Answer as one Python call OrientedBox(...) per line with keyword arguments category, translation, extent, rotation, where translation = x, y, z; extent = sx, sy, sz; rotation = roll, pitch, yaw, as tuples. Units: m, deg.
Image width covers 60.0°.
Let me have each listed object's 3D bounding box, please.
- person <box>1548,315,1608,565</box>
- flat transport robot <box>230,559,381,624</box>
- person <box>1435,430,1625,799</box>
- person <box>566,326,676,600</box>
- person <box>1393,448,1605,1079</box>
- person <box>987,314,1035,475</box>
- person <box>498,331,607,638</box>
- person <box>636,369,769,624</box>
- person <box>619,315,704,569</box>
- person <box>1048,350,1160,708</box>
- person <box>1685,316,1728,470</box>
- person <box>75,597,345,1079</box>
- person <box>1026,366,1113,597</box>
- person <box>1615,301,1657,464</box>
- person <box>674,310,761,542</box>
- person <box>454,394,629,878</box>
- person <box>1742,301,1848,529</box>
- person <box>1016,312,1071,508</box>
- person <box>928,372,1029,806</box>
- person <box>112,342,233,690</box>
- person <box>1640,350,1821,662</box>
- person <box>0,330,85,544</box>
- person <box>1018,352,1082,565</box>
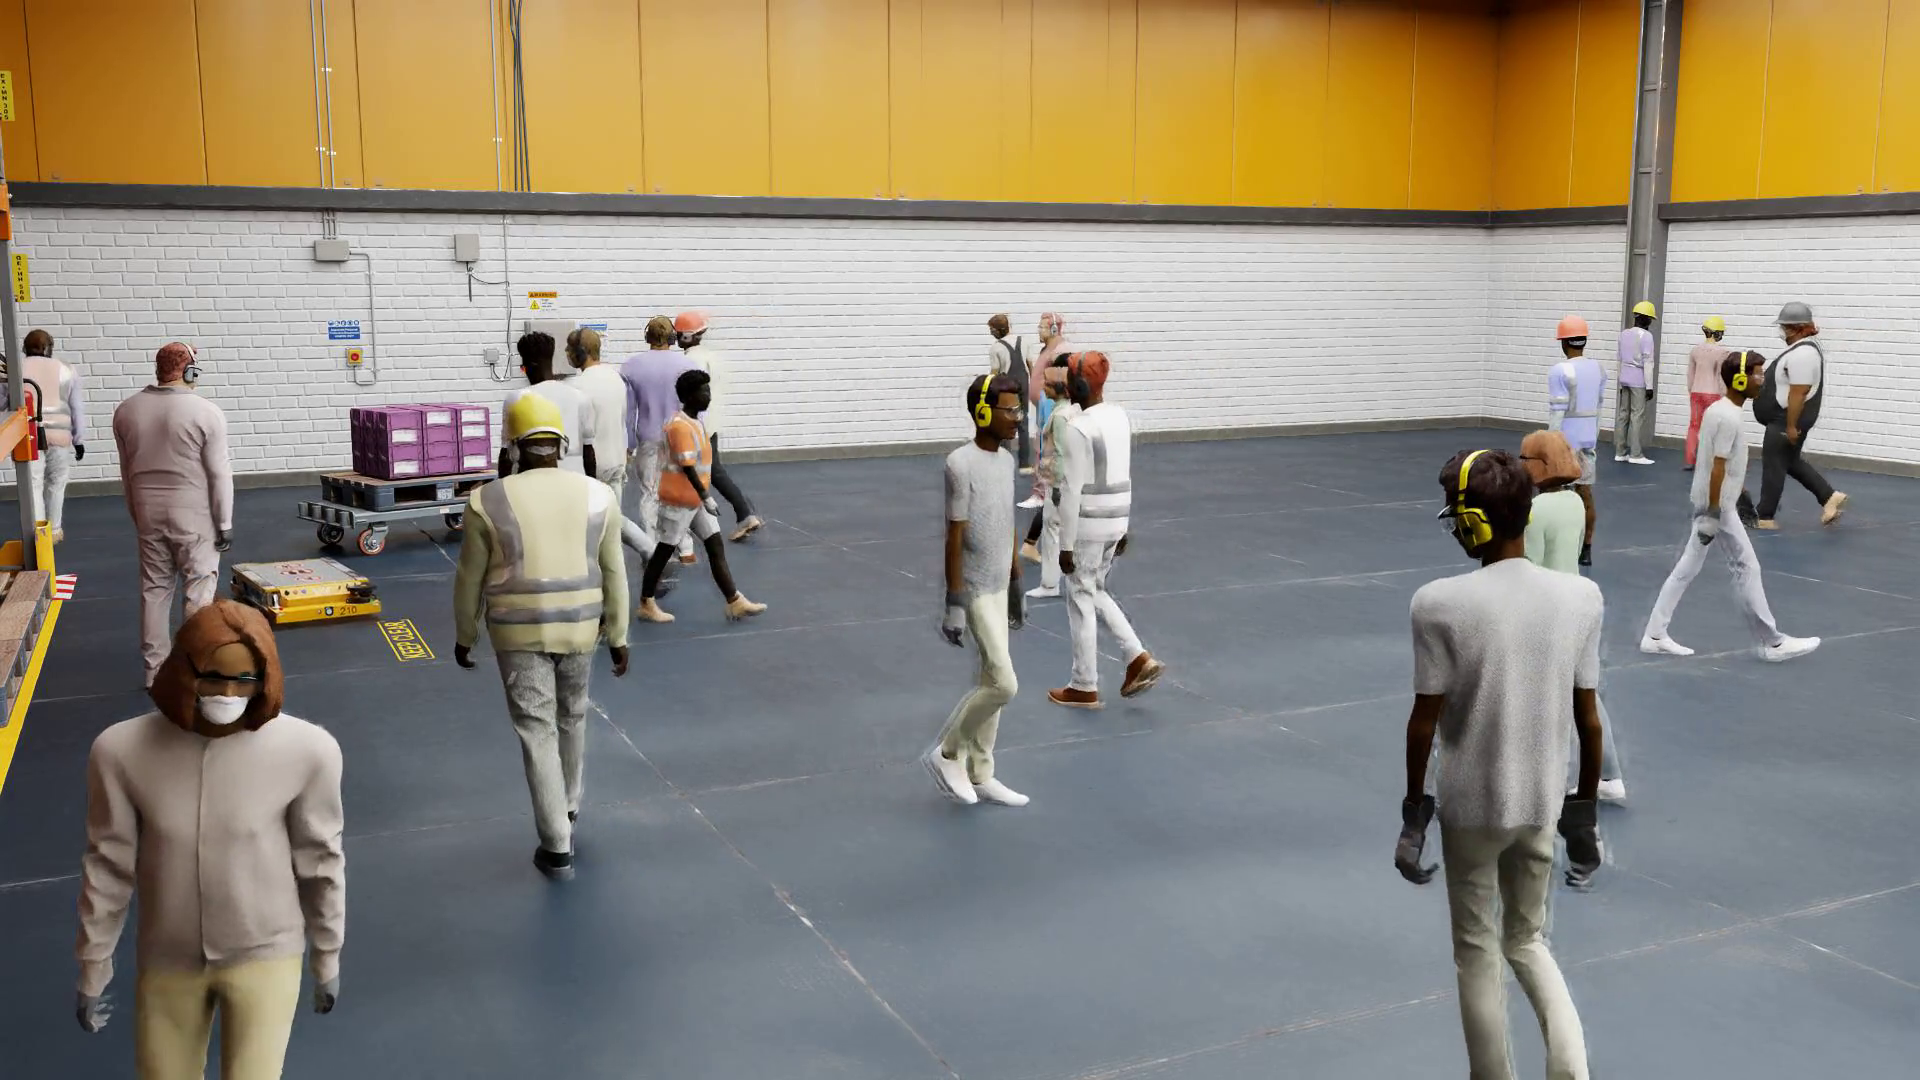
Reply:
OrientedBox(category="person", translation=(4.678, -0.749, 12.763), extent=(0.547, 1.934, 0.376), rotation=(-5, 10, -28))
OrientedBox(category="flat transport robot", translation=(-4.456, 0.322, 11.262), extent=(0.652, 0.197, 1.431), rotation=(-6, 11, -34))
OrientedBox(category="person", translation=(2.530, 0.317, 7.213), extent=(0.515, 1.589, 0.878), rotation=(-7, 12, -39))
OrientedBox(category="person", translation=(-2.359, -0.478, 11.162), extent=(0.799, 1.914, 0.632), rotation=(3, 10, 17))
OrientedBox(category="person", translation=(1.358, 0.699, 4.080), extent=(0.515, 1.843, 0.504), rotation=(-1, 9, -9))
OrientedBox(category="person", translation=(0.608, -1.603, 18.503), extent=(0.660, 1.803, 0.344), rotation=(-5, 10, -26))
OrientedBox(category="person", translation=(-2.479, -0.327, 10.254), extent=(1.016, 1.919, 0.624), rotation=(7, 12, 38))
OrientedBox(category="person", translation=(-1.707, -0.264, 10.627), extent=(0.854, 1.641, 0.526), rotation=(2, 9, 10))
OrientedBox(category="person", translation=(-2.267, -0.741, 12.702), extent=(0.629, 1.940, 0.372), rotation=(-1, 9, -4))
OrientedBox(category="person", translation=(0.716, -0.038, 8.557), extent=(0.489, 1.868, 0.604), rotation=(7, 11, 35))
OrientedBox(category="person", translation=(8.478, -1.644, 18.833), extent=(0.321, 1.767, 0.533), rotation=(-4, 10, -22))
OrientedBox(category="person", translation=(-1.595, 0.887, 3.608), extent=(0.551, 1.604, 0.638), rotation=(-2, 9, -12))
OrientedBox(category="person", translation=(0.746, -0.397, 11.521), extent=(0.536, 1.621, 0.529), rotation=(2, 9, 11))
OrientedBox(category="person", translation=(8.007, -1.854, 19.673), extent=(0.380, 1.917, 0.586), rotation=(-2, 9, -14))
OrientedBox(category="person", translation=(-2.154, -0.943, 13.915), extent=(0.987, 1.961, 0.626), rotation=(3, 10, 20))
OrientedBox(category="person", translation=(-1.648, 0.337, 6.441), extent=(0.613, 1.794, 0.854), rotation=(-6, 11, -31))
OrientedBox(category="person", translation=(7.327, -1.090, 14.545), extent=(0.793, 2.000, 0.687), rotation=(6, 11, 31))
OrientedBox(category="person", translation=(0.941, -1.246, 16.001), extent=(0.747, 1.885, 0.650), rotation=(-1, 9, -7))
OrientedBox(category="person", translation=(0.136, 0.228, 6.957), extent=(0.388, 1.852, 0.544), rotation=(5, 10, 27))
OrientedBox(category="person", translation=(-4.229, -0.125, 9.047), extent=(0.633, 1.891, 0.393), rotation=(1, 9, 8))
OrientedBox(category="person", translation=(4.498, -0.192, 9.696), extent=(0.968, 1.809, 0.502), rotation=(2, 9, 10))
OrientedBox(category="person", translation=(-7.546, -0.802, 13.555), extent=(0.714, 1.788, 0.894), rotation=(-7, 11, -37))
OrientedBox(category="person", translation=(0.797, -0.634, 12.931), extent=(0.888, 1.654, 0.536), rotation=(-5, 10, -28))
